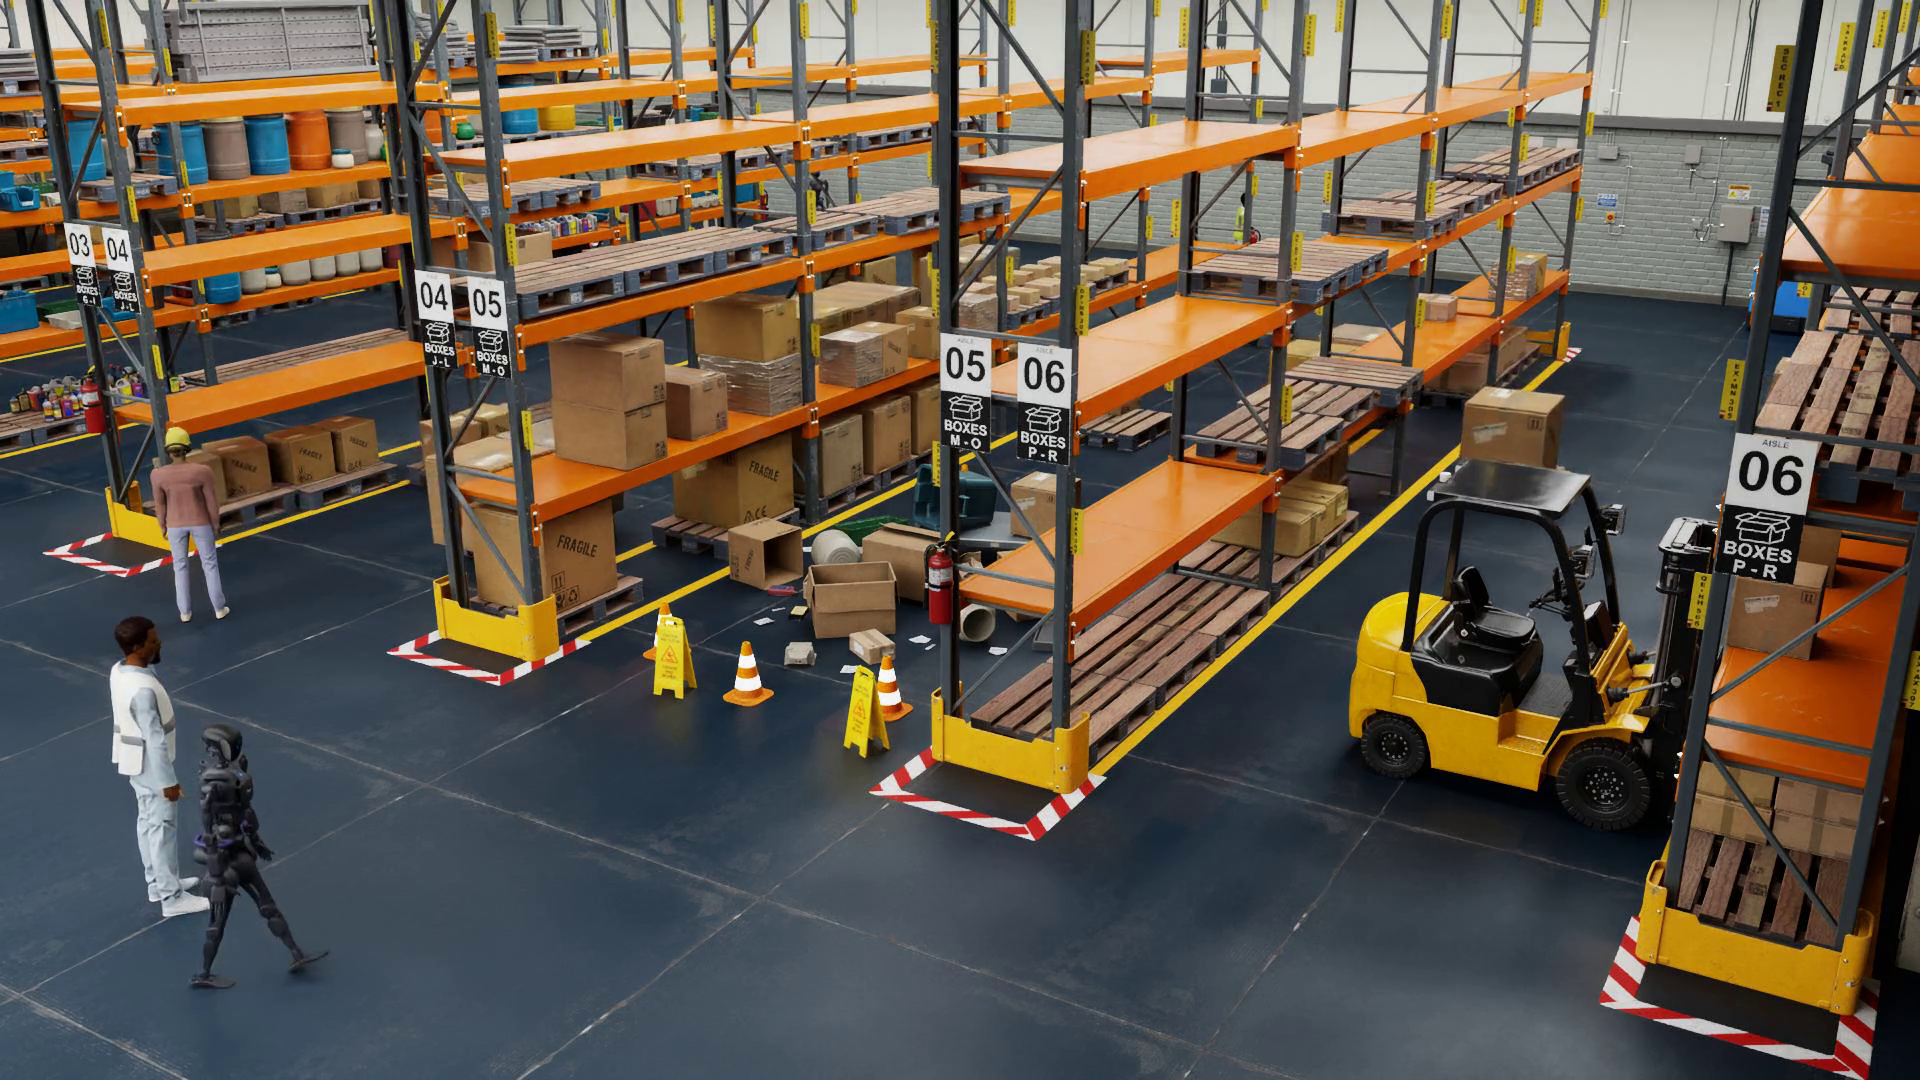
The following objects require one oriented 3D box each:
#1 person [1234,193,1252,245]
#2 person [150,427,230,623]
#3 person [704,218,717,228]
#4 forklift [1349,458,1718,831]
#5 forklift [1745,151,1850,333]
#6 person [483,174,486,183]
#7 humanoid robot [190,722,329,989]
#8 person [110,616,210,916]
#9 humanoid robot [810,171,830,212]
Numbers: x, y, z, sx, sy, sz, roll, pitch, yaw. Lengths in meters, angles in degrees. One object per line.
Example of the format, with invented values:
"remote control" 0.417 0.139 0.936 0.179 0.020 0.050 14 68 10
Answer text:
"person" 5.166 -5.510 30.375 0.319 1.687 0.538 -1 19 -2
"person" -6.825 -0.137 14.735 0.520 1.759 0.340 -5 20 -14
"person" -5.237 -7.063 34.864 0.489 1.688 0.347 -5 20 -15
"forklift" 3.988 0.658 11.776 2.313 2.155 1.214 11 22 29
"forklift" 13.620 -4.667 26.137 1.873 2.768 1.129 11 22 29
"person" -10.419 -7.737 36.637 0.330 1.800 0.538 12 22 30
"humanoid robot" -4.051 1.781 9.355 0.754 1.626 0.610 0 19 -1
"person" -4.924 1.371 10.128 0.394 1.920 0.587 -14 24 -36
"humanoid robot" -2.944 -6.911 34.507 0.588 1.625 0.778 -9 21 -25
